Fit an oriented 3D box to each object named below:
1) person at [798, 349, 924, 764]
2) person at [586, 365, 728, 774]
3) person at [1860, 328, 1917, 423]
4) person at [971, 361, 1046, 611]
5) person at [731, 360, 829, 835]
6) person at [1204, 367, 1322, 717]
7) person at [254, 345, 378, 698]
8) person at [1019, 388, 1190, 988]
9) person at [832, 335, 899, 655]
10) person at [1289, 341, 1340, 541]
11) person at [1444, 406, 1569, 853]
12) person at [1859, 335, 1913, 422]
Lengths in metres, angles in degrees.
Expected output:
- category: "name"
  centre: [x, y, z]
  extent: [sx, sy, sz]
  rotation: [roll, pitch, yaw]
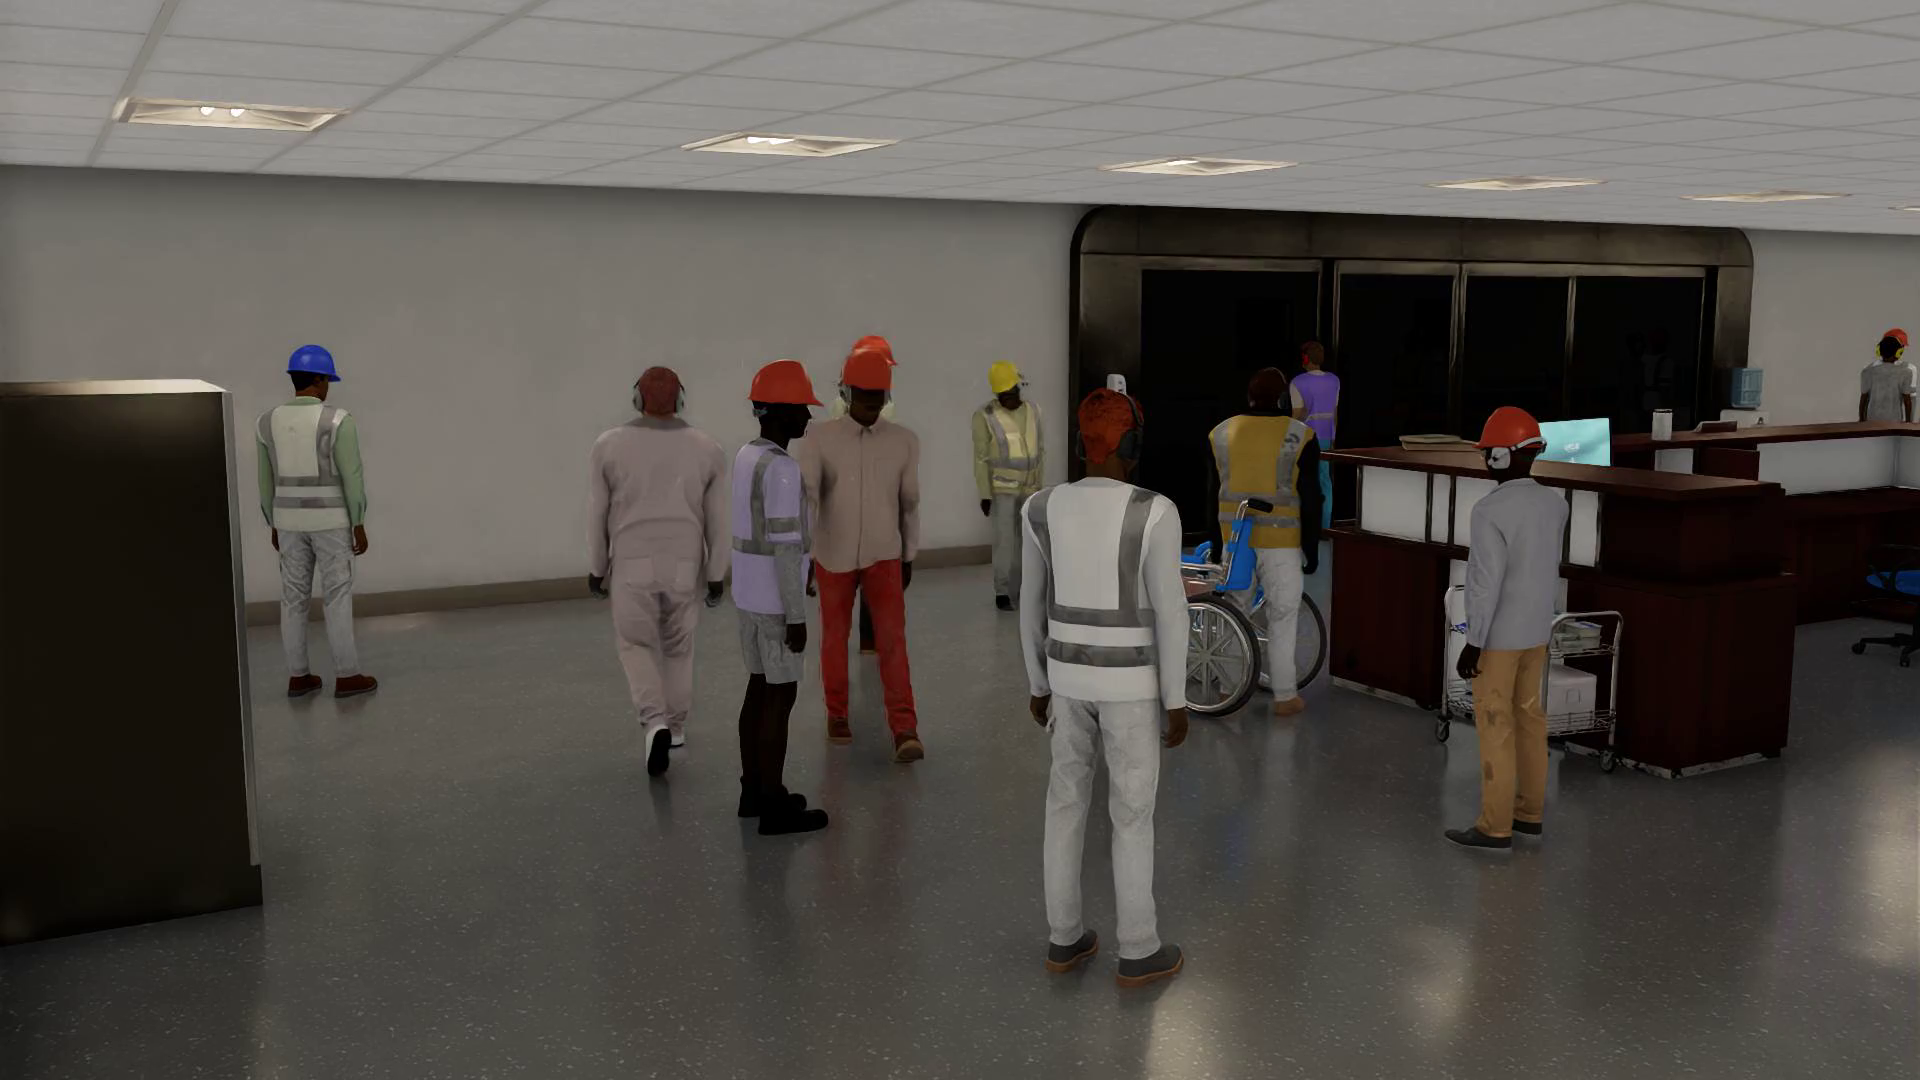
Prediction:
- category: "person"
  centre: [-0.468, 0.079, 7.857]
  extent: [0.638, 1.938, 1.025]
  rotation: [-2, 8, -14]
- category: "person"
  centre: [-1.405, 0.124, 7.786]
  extent: [0.649, 1.880, 0.844]
  rotation: [-3, 8, -22]
- category: "person"
  centre: [9.754, -1.248, 17.480]
  extent: [0.374, 1.939, 0.545]
  rotation: [-6, 10, -37]
- category: "person"
  centre: [0.415, -0.384, 11.800]
  extent: [0.759, 1.781, 0.413]
  rotation: [-6, 10, -37]
- category: "person"
  centre: [-0.738, 0.233, 6.810]
  extent: [0.380, 1.931, 0.545]
  rotation: [-4, 9, -24]
- category: "person"
  centre: [1.599, 0.010, 8.775]
  extent: [0.633, 1.836, 0.429]
  rotation: [5, 9, 30]
- category: "person"
  centre: [-3.533, -0.095, 9.135]
  extent: [0.602, 1.938, 0.401]
  rotation: [1, 8, 10]
- category: "person"
  centre: [0.462, 0.464, 5.271]
  extent: [0.574, 1.887, 0.355]
  rotation: [5, 9, 32]
- category: "person"
  centre: [-0.623, -0.265, 10.236]
  extent: [0.543, 1.980, 0.646]
  rotation: [-5, 9, -33]
- category: "person"
  centre: [3.230, -0.893, 15.238]
  extent: [0.563, 1.847, 0.390]
  rotation: [-5, 9, -32]
- category: "person"
  centre: [2.150, 0.348, 6.585]
  extent: [0.575, 1.749, 0.335]
  rotation: [-7, 10, -40]
- category: "person"
  centre: [9.598, -1.183, 17.258]
  extent: [0.507, 1.872, 0.329]
  rotation: [6, 10, 38]
